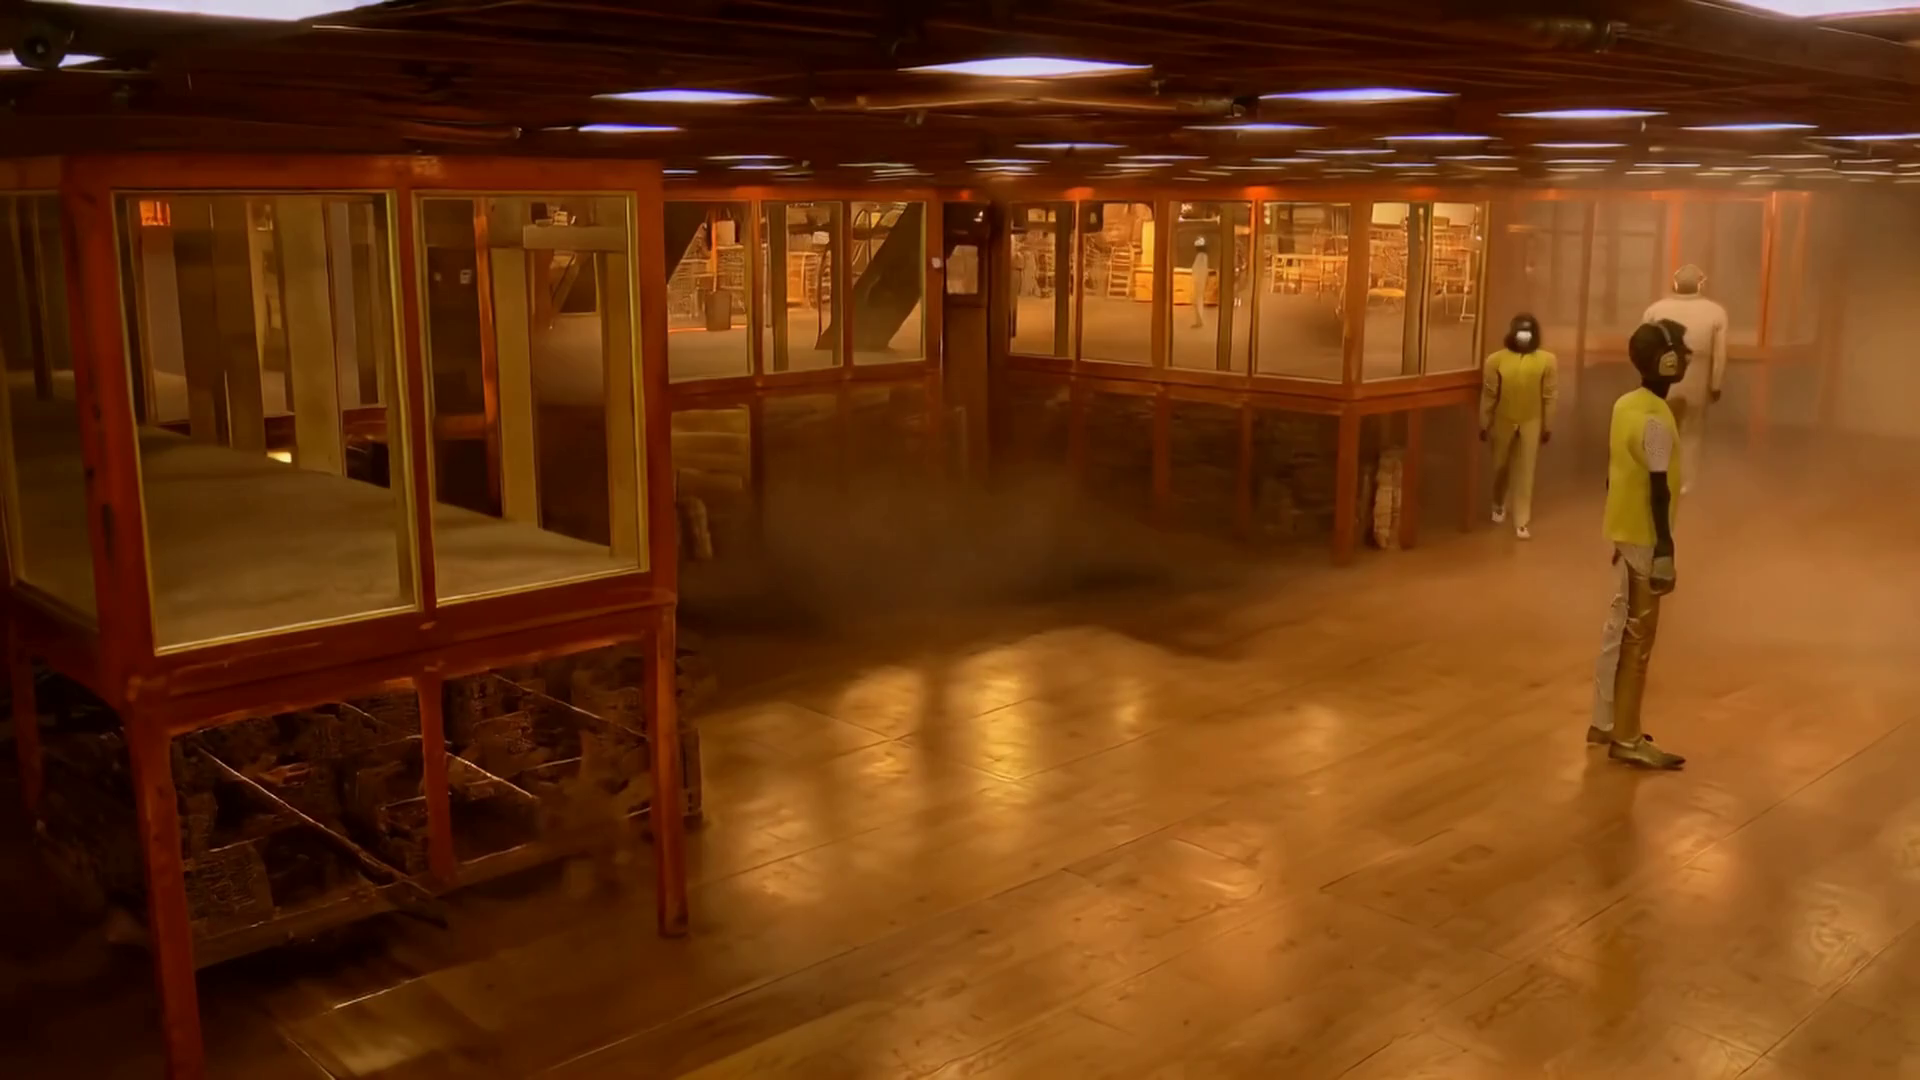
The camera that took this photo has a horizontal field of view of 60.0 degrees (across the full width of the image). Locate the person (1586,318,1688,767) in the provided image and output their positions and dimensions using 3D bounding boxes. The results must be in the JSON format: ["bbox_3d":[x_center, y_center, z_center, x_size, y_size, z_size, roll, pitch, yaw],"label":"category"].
[{"bbox_3d":[2.883,0.012,6.996,0.328,1.876,0.514,0,11,0],"label":"person"}]

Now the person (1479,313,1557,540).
[{"bbox_3d":[4.012,-0.852,12.021,0.510,1.600,0.816,3,12,13],"label":"person"}]

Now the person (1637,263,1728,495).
[{"bbox_3d":[5.814,-1.279,13.430,0.663,1.887,0.536,5,12,22],"label":"person"}]
